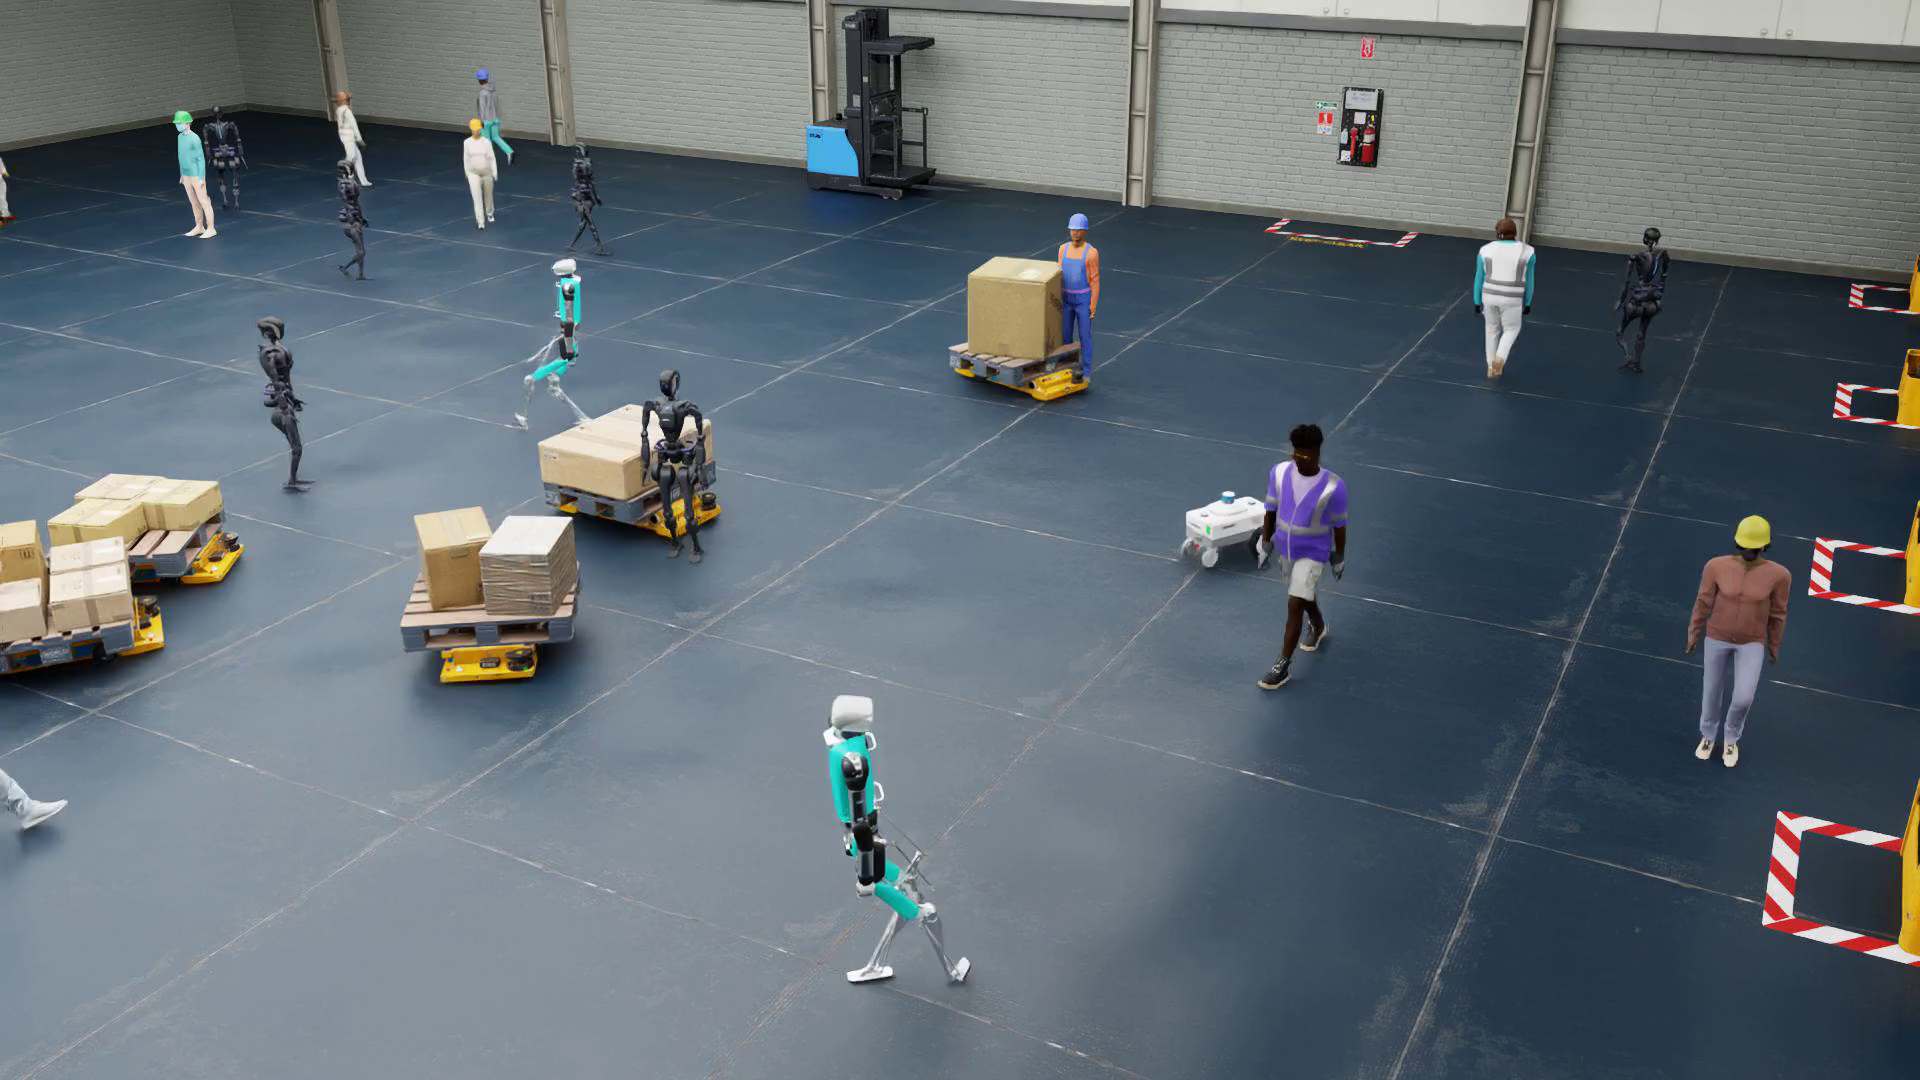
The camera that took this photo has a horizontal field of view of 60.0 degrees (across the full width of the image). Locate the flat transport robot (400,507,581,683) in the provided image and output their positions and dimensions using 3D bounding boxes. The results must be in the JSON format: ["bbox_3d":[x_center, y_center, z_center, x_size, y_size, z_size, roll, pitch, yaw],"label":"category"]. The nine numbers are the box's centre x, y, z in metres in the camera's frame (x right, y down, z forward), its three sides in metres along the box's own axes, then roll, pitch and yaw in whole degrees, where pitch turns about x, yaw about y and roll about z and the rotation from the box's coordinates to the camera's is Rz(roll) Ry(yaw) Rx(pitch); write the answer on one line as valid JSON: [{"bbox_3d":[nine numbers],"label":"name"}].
[{"bbox_3d":[-3.500,0.666,12.612,0.659,0.231,1.431,-3,23,-8],"label":"flat transport robot"}]

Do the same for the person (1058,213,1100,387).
[{"bbox_3d":[1.263,-2.616,18.173,0.527,1.912,0.358,12,26,26],"label":"person"}]

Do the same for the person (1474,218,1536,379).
[{"bbox_3d":[5.971,-2.632,18.340,0.635,1.805,0.632,12,26,25],"label":"person"}]

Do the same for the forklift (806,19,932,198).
[{"bbox_3d":[-1.573,-7.292,27.850,1.873,2.768,1.129,12,26,25],"label":"forklift"}]

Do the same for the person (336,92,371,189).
[{"bbox_3d":[-10.307,-6.765,28.198,0.474,1.617,0.597,-14,27,-29],"label":"person"}]

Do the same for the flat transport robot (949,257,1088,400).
[{"bbox_3d":[0.658,-1.850,18.470,0.659,0.231,1.431,-21,31,-40],"label":"flat transport robot"}]

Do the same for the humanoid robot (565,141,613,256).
[{"bbox_3d":[-5.389,-4.902,23.865,0.794,1.632,0.590,6,24,13],"label":"humanoid robot"}]

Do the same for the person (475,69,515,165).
[{"bbox_3d":[-8.410,-7.553,29.844,0.590,1.758,0.556,9,25,19],"label":"person"}]

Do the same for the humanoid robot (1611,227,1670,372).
[{"bbox_3d":[7.652,-2.695,18.645,0.599,1.645,0.378,-6,24,-14],"label":"humanoid robot"}]

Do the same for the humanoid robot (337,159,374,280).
[{"bbox_3d":[-8.212,-4.304,22.404,0.434,1.649,0.602,-1,23,-3],"label":"humanoid robot"}]

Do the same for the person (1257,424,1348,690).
[{"bbox_3d":[2.481,0.046,11.989,0.583,1.908,1.047,21,31,40],"label":"person"}]

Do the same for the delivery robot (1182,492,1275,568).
[{"bbox_3d":[2.267,-0.119,14.071,0.785,0.589,0.499,-14,27,-29],"label":"delivery robot"}]

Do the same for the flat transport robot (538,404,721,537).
[{"bbox_3d":[-2.928,-0.336,14.945,1.431,0.231,0.659,13,26,27],"label":"flat transport robot"}]

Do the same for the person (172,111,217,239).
[{"bbox_3d":[-11.457,-5.457,24.831,0.511,1.877,0.350,14,27,29],"label":"person"}]

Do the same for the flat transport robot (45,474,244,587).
[{"bbox_3d":[-6.768,0.169,13.770,1.431,0.231,0.659,-2,23,-5],"label":"flat transport robot"}]

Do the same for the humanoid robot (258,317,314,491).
[{"bbox_3d":[-6.213,-1.248,15.293,0.322,1.655,0.602,-6,24,-14],"label":"humanoid robot"}]

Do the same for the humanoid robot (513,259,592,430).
[{"bbox_3d":[-4.247,-1.955,16.885,0.933,1.778,0.537,-3,23,-8],"label":"humanoid robot"}]

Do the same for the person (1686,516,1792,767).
[{"bbox_3d":[4.990,0.659,10.740,0.553,1.751,0.457,13,26,27],"label":"person"}]

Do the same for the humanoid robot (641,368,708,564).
[{"bbox_3d":[-2.378,-0.622,13.814,0.589,1.650,0.366,3,23,8],"label":"humanoid robot"}]

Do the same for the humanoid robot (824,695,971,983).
[{"bbox_3d":[-0.268,1.618,8.643,0.835,1.854,0.559,-5,24,-12],"label":"humanoid robot"}]

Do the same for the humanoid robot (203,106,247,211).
[{"bbox_3d":[-11.759,-6.122,26.637,0.585,1.642,0.457,-8,25,-19],"label":"humanoid robot"}]

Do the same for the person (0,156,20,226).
[{"bbox_3d":[-14.835,-5.746,25.585,0.552,1.811,0.678,17,29,35],"label":"person"}]

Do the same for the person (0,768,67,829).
[{"bbox_3d":[-6.060,0.996,9.830,1.063,1.852,0.598,-3,23,-8],"label":"person"}]

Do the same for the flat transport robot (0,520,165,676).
[{"bbox_3d":[-6.728,0.765,12.381,1.431,0.231,0.659,-11,26,-24],"label":"flat transport robot"}]

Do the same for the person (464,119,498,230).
[{"bbox_3d":[-7.355,-5.642,25.548,0.471,1.638,0.914,-7,24,-16],"label":"person"}]
